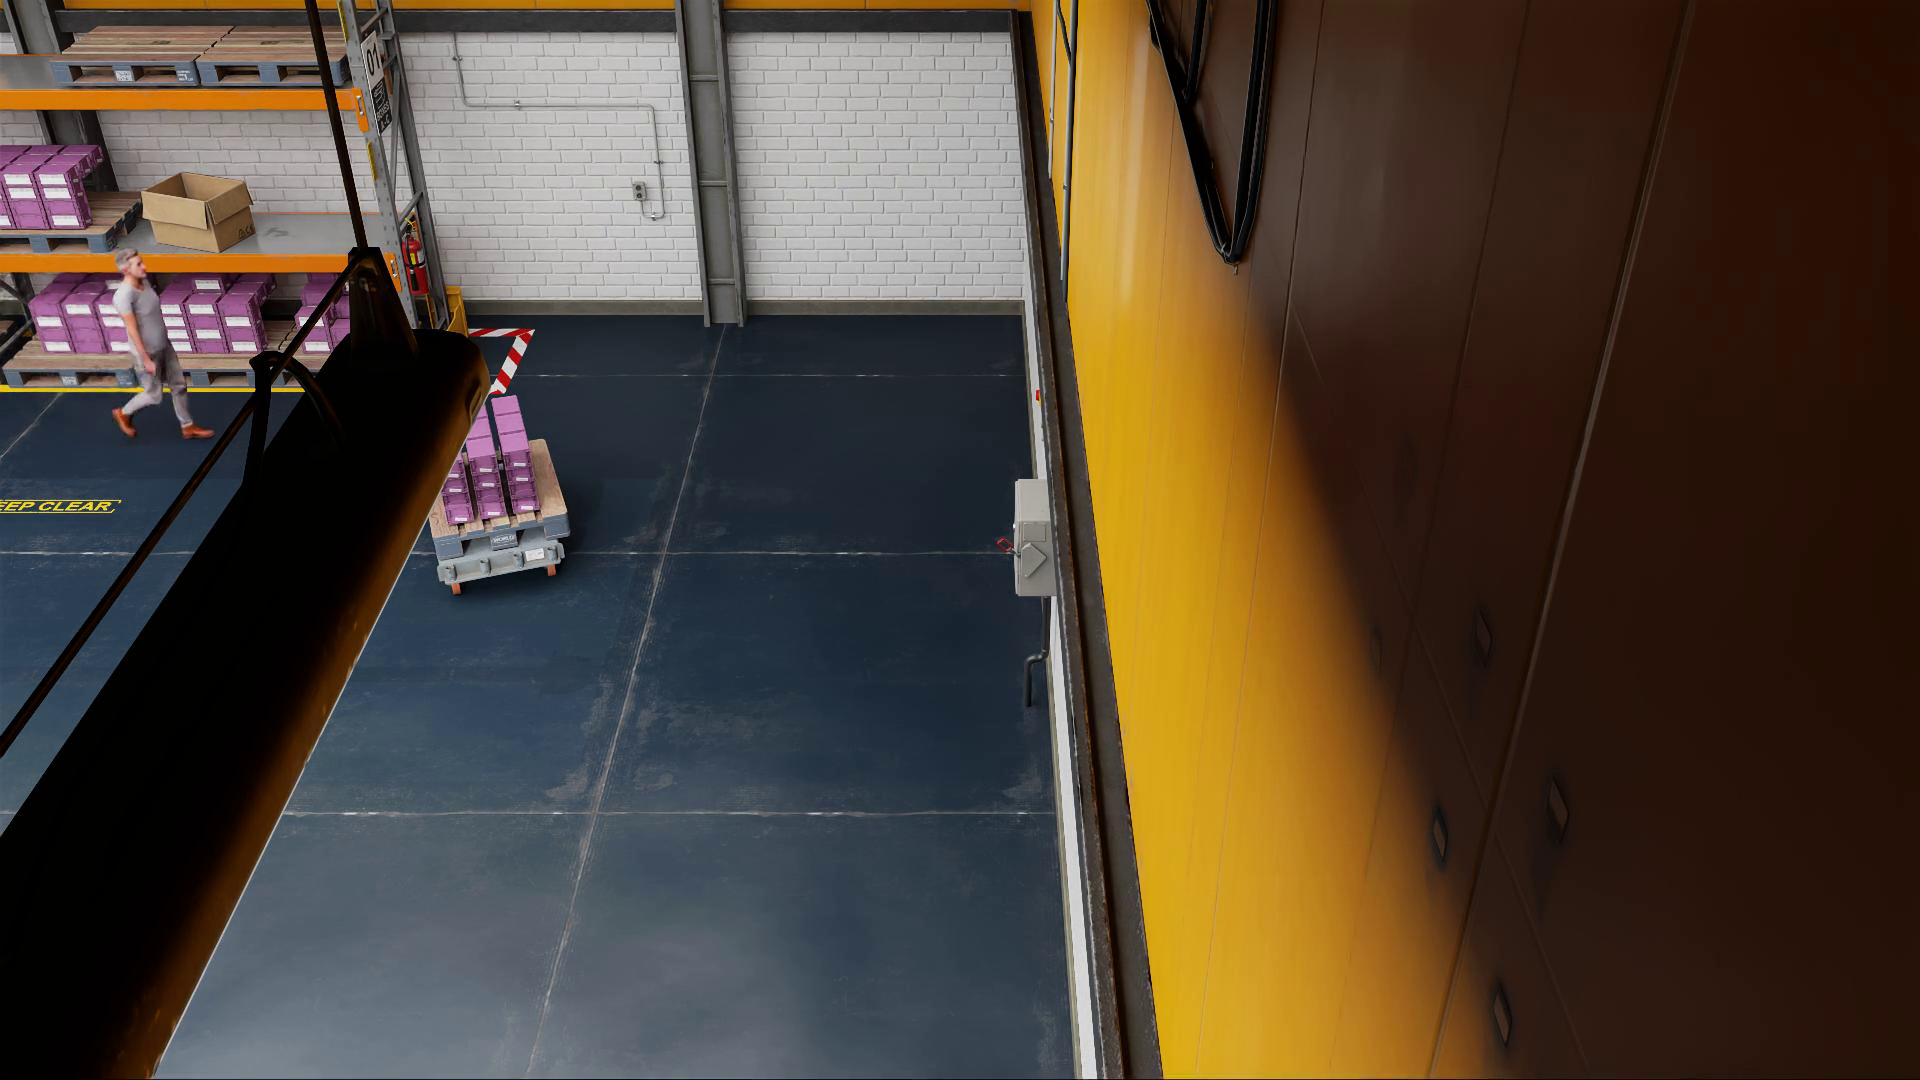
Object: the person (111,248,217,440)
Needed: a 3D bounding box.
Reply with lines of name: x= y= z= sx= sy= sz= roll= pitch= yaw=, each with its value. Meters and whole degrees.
person: x=-6.991 y=-1.618 z=14.184 sx=1.029 sy=1.809 sz=0.711 roll=1 pitch=34 yaw=1
